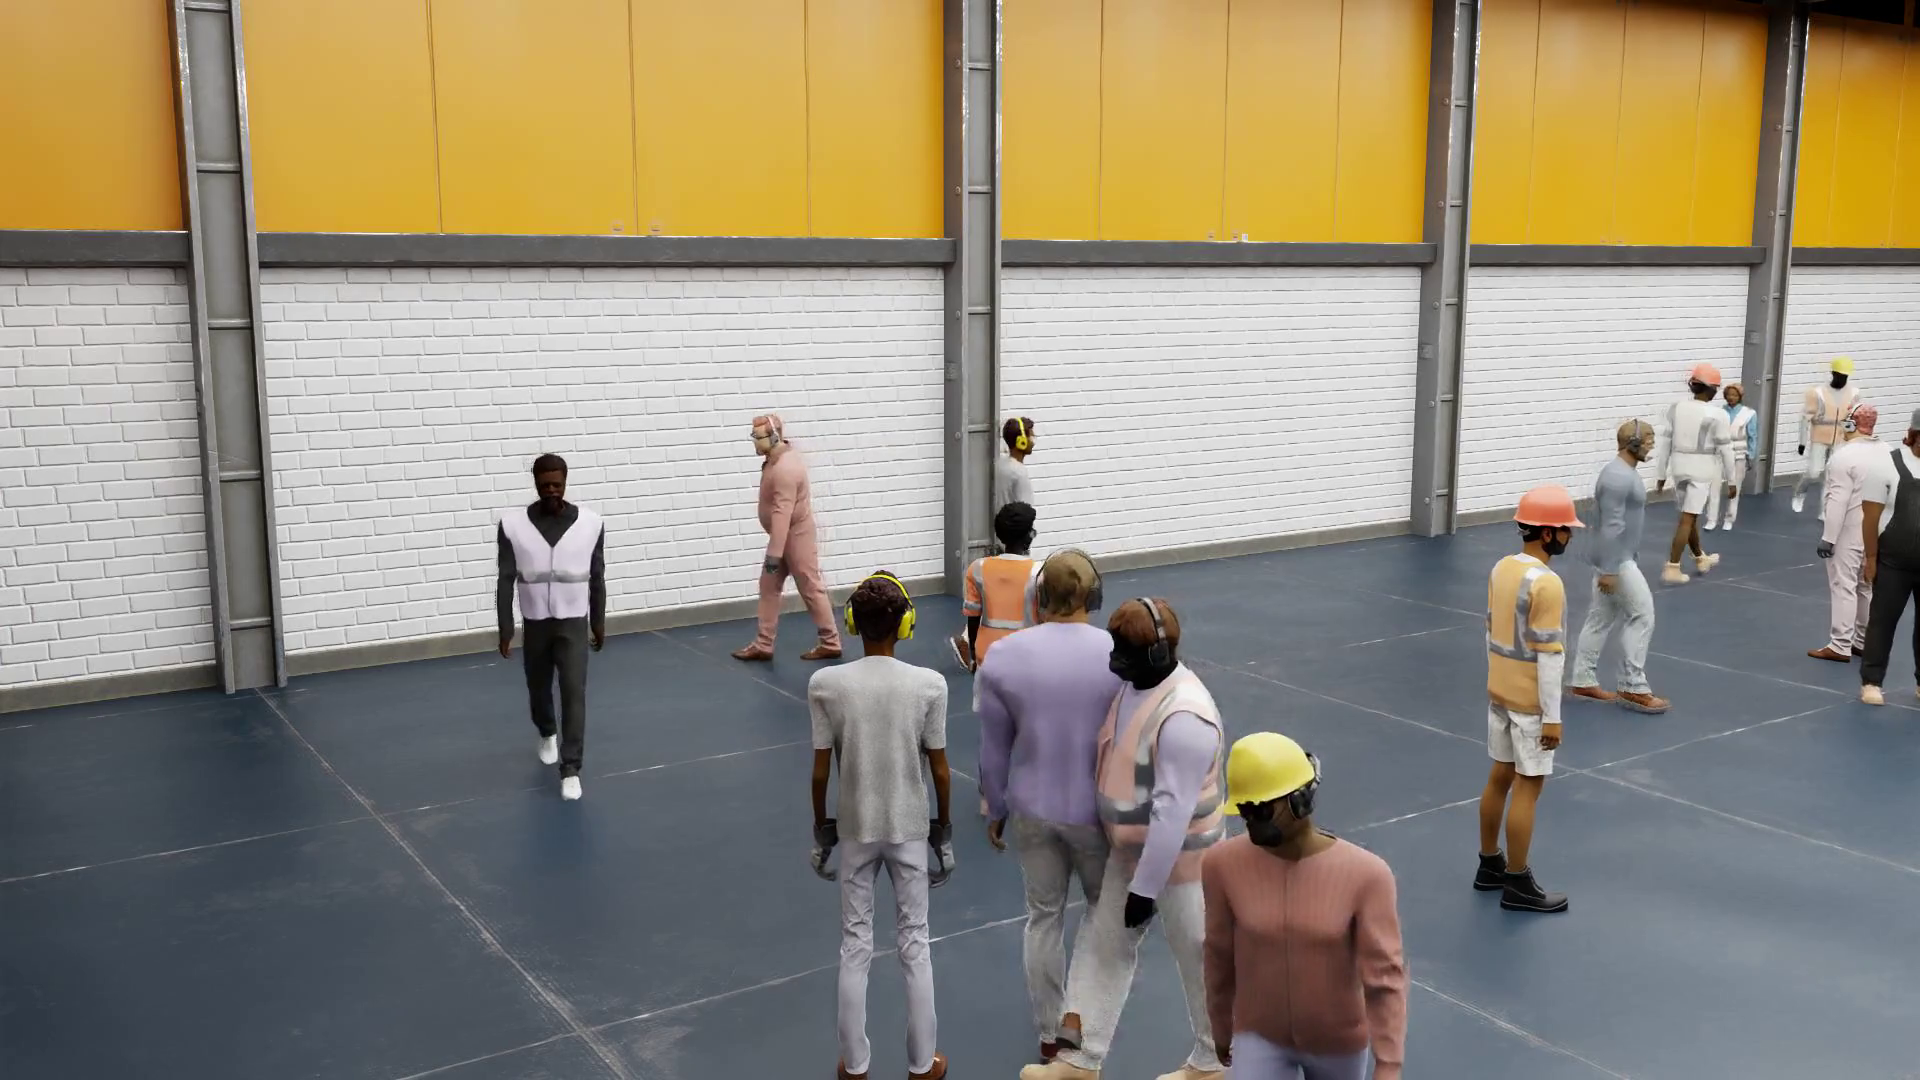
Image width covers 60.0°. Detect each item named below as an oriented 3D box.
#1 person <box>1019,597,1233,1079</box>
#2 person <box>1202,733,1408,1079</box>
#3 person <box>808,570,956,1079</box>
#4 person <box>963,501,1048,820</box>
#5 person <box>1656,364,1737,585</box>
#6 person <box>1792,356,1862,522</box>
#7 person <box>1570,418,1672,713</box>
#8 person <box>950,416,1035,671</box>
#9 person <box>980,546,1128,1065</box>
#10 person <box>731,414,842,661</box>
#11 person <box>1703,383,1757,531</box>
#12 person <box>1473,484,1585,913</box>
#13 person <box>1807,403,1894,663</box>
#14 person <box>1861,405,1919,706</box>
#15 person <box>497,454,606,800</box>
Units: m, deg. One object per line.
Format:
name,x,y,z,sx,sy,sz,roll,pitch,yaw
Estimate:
person,0.595,1.084,5.679,0.852,1.803,0.639,-3,10,-17
person,0.881,1.345,4.363,0.545,1.699,0.870,3,10,16
person,-0.268,1.036,5.811,0.509,1.861,0.329,0,9,3
person,0.280,0.639,8.683,0.539,1.698,0.318,4,10,24
person,6.821,-0.599,15.235,0.988,1.997,0.642,-5,11,-30
person,9.823,-1.147,18.838,0.604,1.902,0.642,1,9,3
person,4.422,0.168,10.884,0.796,1.908,0.639,4,10,24
person,0.336,0.041,11.892,0.808,1.839,0.519,-2,10,-14
person,0.384,0.978,5.982,0.649,1.925,0.458,3,10,15
person,-1.284,0.002,12.094,0.918,1.838,0.655,-3,10,-16
person,8.341,-0.884,18.073,0.540,1.614,0.674,6,11,33
person,2.596,0.707,7.556,0.377,1.936,0.549,-1,9,-7
person,6.553,-0.055,12.242,0.644,1.907,0.399,-4,10,-25
person,6.313,0.095,10.936,0.686,2.000,0.536,1,10,8
person,-2.290,0.432,9.371,0.597,1.887,0.934,-2,10,-13
